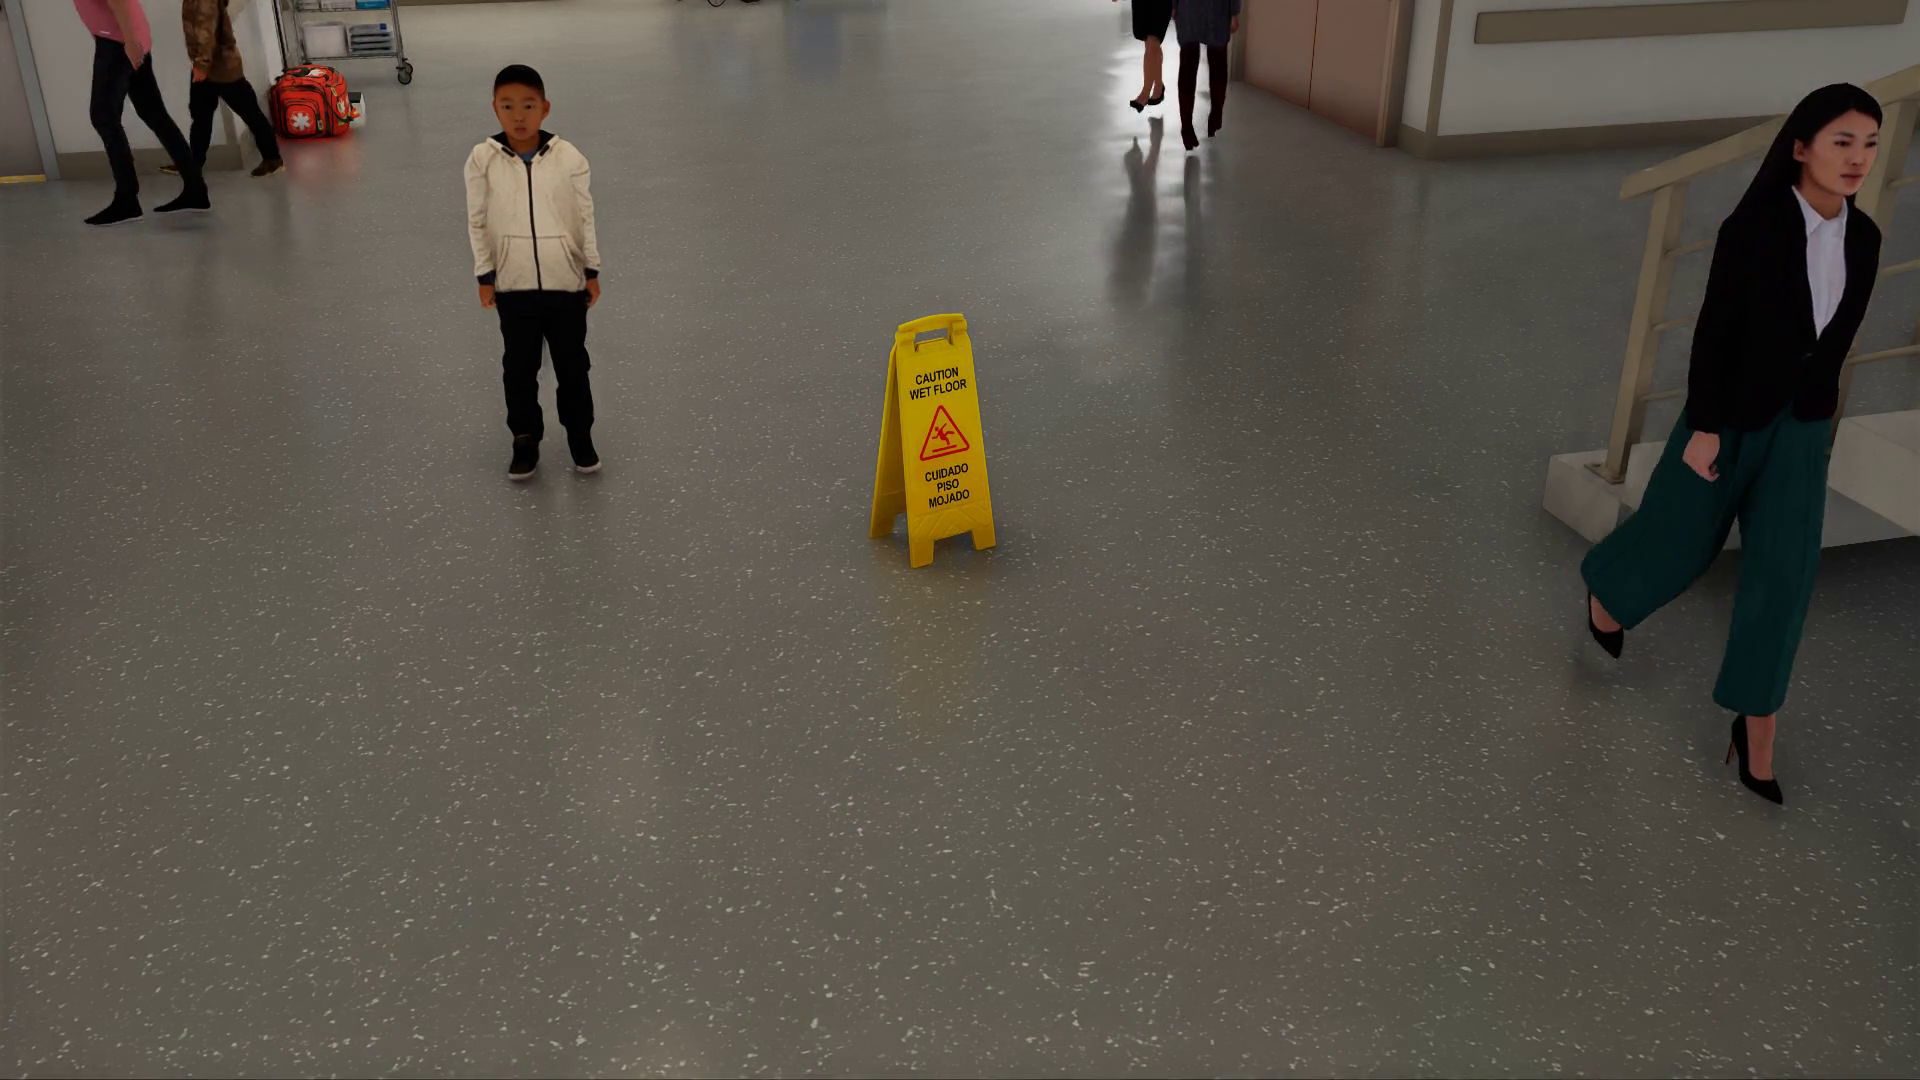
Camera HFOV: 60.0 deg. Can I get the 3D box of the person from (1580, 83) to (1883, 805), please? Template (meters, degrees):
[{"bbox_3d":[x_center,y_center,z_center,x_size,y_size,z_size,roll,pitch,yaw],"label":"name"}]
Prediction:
[{"bbox_3d":[1.910,-0.259,4.166,0.705,1.701,1.143,-2,26,-5],"label":"person"}]

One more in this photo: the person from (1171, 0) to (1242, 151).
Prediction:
[{"bbox_3d":[1.533,-3.312,10.517,0.921,1.685,1.053,8,27,16],"label":"person"}]

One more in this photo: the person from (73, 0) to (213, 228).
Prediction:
[{"bbox_3d":[-4.404,-2.652,8.875,0.844,1.923,0.898,-14,29,-27],"label":"person"}]

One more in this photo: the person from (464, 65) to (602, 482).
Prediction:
[{"bbox_3d":[-1.482,-0.932,5.849,0.582,1.452,0.490,-7,27,-15],"label":"person"}]

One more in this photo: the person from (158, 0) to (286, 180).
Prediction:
[{"bbox_3d":[-4.317,-2.833,9.827,0.967,1.422,0.928,21,33,37],"label":"person"}]

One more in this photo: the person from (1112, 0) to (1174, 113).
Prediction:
[{"bbox_3d":[1.375,-3.834,11.664,1.085,1.629,1.163,12,28,24],"label":"person"}]
